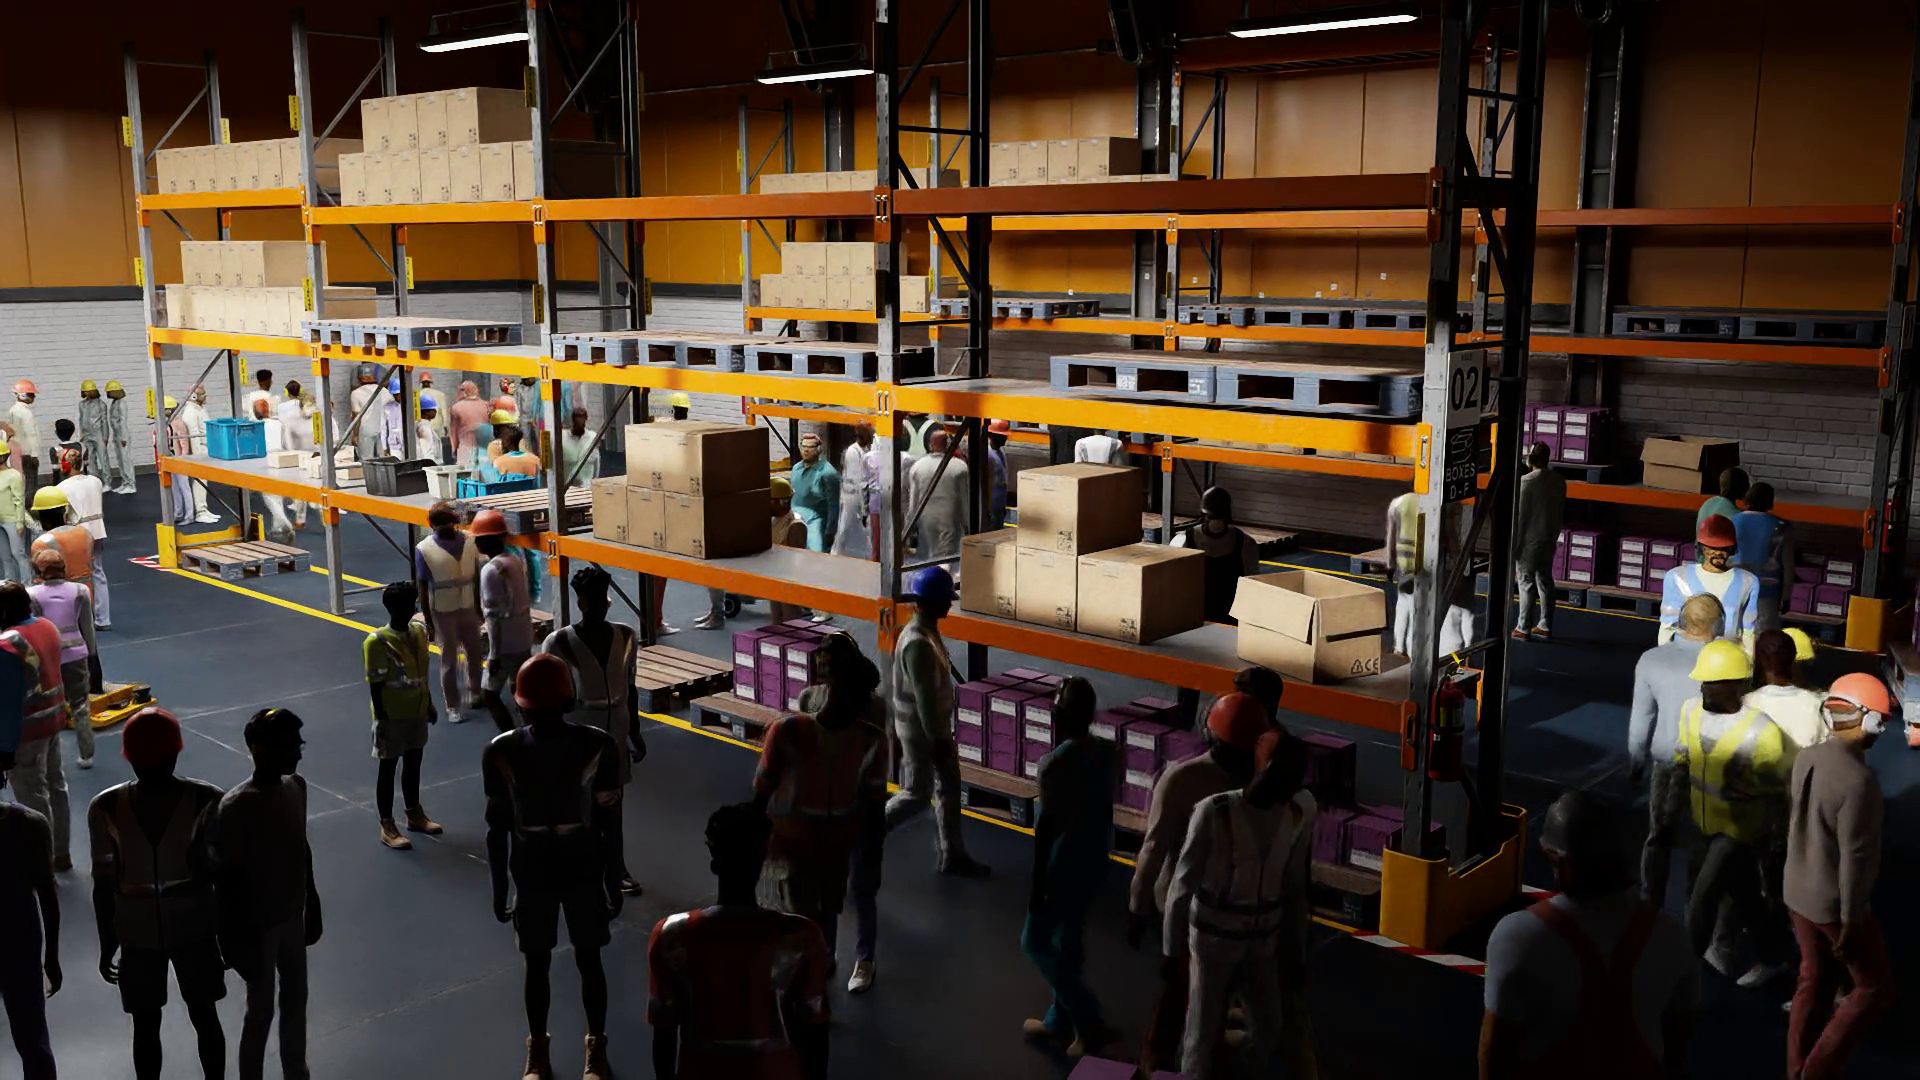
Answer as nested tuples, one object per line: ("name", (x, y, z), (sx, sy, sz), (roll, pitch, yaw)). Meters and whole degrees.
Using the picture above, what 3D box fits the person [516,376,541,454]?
("person", (-7.270, -2.052, 28.174), (0.492, 1.731, 0.324), (1, 10, 3))

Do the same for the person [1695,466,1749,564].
("person", (6.437, 0.338, 14.077), (0.366, 1.936, 0.630), (0, 10, -3))

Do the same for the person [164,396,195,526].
("person", (-10.642, -1.069, 22.514), (0.530, 1.767, 0.328), (7, 12, 35))

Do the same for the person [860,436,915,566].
("person", (-0.775, -0.327, 17.859), (0.585, 1.928, 0.365), (0, 10, -1))

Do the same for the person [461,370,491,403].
("person", (-8.958, -2.587, 30.696), (0.654, 1.906, 0.408), (6, 12, 29))

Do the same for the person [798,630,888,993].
("person", (-0.613, 1.368, 8.477), (0.510, 1.860, 0.333), (4, 11, 21))

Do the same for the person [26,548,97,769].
("person", (-6.490, 0.869, 11.973), (0.518, 1.618, 0.337), (-10, 14, -43))

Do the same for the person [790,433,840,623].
("person", (-1.508, -0.125, 16.765), (0.651, 1.911, 0.409), (9, 13, 40))

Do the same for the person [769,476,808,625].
("person", (-1.522, 0.358, 14.294), (0.404, 1.824, 0.599), (-6, 12, -32))

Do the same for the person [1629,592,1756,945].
("person", (3.967, 1.239, 9.015), (0.380, 1.926, 0.671), (-9, 14, -43))

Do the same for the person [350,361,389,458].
("person", (-10.518, -2.458, 29.591), (0.692, 2.000, 0.567), (-9, 13, -41))

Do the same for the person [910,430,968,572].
("person", (-0.219, -0.214, 17.389), (0.650, 1.870, 0.888), (4, 11, 20))

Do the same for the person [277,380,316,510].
("person", (-9.525, -1.366, 23.901), (0.534, 1.868, 0.310), (-8, 13, -40))

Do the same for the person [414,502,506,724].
("person", (-3.992, 0.563, 13.181), (0.417, 1.801, 0.709), (7, 12, 35))

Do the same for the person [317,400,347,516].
("person", (-8.857, -1.148, 23.306), (0.307, 1.644, 0.514), (2, 10, 13))

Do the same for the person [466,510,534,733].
("person", (-3.274, 0.734, 11.945), (0.502, 1.911, 0.569), (1, 10, 7))

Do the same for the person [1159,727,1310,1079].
("person", (1.089, 1.675, 6.797), (0.714, 1.855, 0.348), (-4, 11, -22))

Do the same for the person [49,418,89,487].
("person", (-10.821, -0.632, 20.234), (0.319, 1.697, 0.533), (3, 11, 19))

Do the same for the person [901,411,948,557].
("person", (-0.479, -0.791, 20.161), (0.711, 2.000, 0.543), (1, 10, 7))

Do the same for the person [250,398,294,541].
("person", (-8.813, -0.896, 21.321), (0.806, 1.858, 0.619), (9, 13, 42))

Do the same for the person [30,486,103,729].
("person", (-7.031, 0.556, 13.068), (0.393, 1.864, 0.582), (3, 10, 15))

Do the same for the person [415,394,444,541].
("person", (-6.599, -0.830, 20.643), (0.389, 1.949, 0.604), (-5, 11, -27))

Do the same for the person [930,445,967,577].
("person", (-0.098, -0.173, 17.613), (0.560, 1.699, 0.854), (-5, 11, -24))

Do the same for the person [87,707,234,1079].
("person", (-3.270, 1.619, 6.868), (0.547, 1.930, 0.380), (-3, 10, -16))

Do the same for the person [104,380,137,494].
("person", (-12.885, -1.581, 25.490), (0.323, 1.738, 0.484), (-9, 13, -41))

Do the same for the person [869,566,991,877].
("person", (-0.263, 1.092, 9.858), (0.816, 1.916, 0.612), (2, 10, 9))

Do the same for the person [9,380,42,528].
("person", (-12.536, -1.158, 22.376), (0.616, 1.990, 0.393), (10, 14, 44))

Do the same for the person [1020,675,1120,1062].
("person", (0.519, 1.524, 7.675), (0.539, 1.824, 0.558), (-10, 14, -43))

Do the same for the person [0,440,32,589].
("person", (-10.098, -0.194, 17.597), (0.525, 1.761, 0.335), (5, 11, 25))

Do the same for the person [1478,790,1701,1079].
("person", (2.053, 1.812, 5.446), (0.705, 2.000, 0.849), (0, 10, 1))

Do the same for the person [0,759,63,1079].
("person", (-3.896, 1.690, 6.684), (0.513, 1.846, 0.335), (-3, 10, -16))

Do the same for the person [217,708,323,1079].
("person", (-2.896, 1.621, 7.051), (0.338, 1.859, 0.514), (3, 11, 17))

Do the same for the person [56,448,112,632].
("person", (-8.494, 0.026, 16.115), (0.394, 1.838, 0.560), (2, 10, 14))

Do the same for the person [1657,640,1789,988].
("person", (3.828, 1.400, 8.281), (1.016, 1.871, 0.578), (-3, 10, -15))

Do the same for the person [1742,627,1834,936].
("person", (4.444, 1.329, 9.006), (0.360, 1.755, 0.535), (-5, 11, -24))

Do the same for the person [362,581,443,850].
("person", (-3.524, 1.088, 10.524), (0.320, 1.692, 0.531), (4, 11, 23))

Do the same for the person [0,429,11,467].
("person", (-11.801, -0.707, 20.133), (0.340, 1.882, 0.586), (8, 13, 37))
